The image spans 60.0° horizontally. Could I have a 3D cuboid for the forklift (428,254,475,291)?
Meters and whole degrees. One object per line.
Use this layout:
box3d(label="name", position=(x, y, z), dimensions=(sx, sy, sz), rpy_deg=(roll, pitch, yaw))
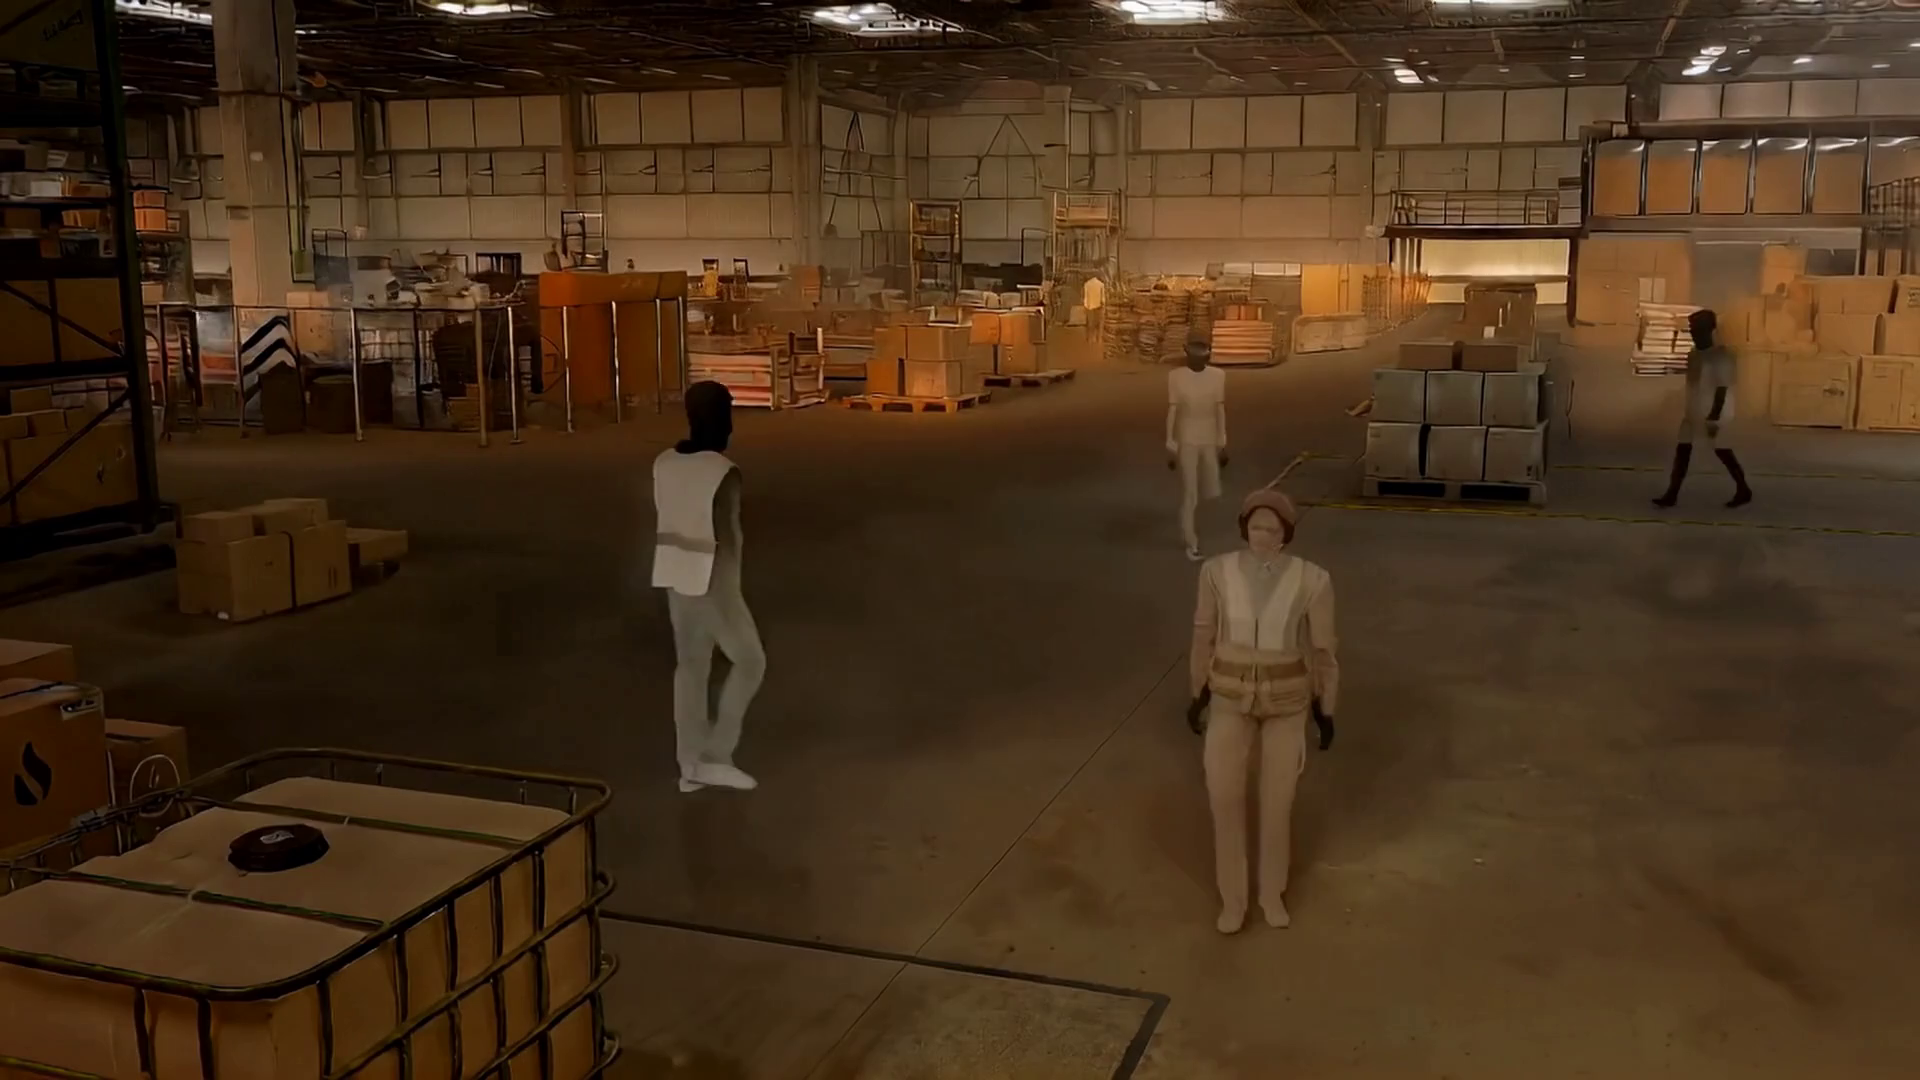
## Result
box3d(label="forklift", position=(-20.133, -10.254, 65.465), dimensions=(1.157, 1.987, 2.680), rpy_deg=(3, 11, 19))

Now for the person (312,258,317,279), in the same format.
box3d(label="person", position=(-24.618, -9.711, 63.260), dimensions=(0.393, 1.991, 0.626), rpy_deg=(-3, 10, -16))

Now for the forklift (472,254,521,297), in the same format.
box3d(label="forklift", position=(-17.990, -10.121, 64.684), dimensions=(1.157, 1.987, 2.680), rpy_deg=(3, 11, 17))

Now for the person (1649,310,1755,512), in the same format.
box3d(label="person", position=(7.047, -1.205, 15.615), dimensions=(1.021, 1.917, 0.607), rpy_deg=(-3, 10, -15))

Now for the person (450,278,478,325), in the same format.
box3d(label="person", position=(-9.310, -3.989, 31.312), dimensions=(0.620, 1.893, 0.659), rpy_deg=(5, 11, 28))

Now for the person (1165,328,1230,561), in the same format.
box3d(label="person", position=(1.892, -0.776, 13.340), dimensions=(0.552, 1.854, 0.516), rpy_deg=(-3, 10, -16))

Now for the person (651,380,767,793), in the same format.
box3d(label="person", position=(-1.150, 0.227, 7.565), dimensions=(0.592, 1.903, 0.467), rpy_deg=(9, 14, 42))

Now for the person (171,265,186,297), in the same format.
box3d(label="person", position=(-28.357, -9.103, 60.423), dimensions=(0.574, 1.796, 0.966), rpy_deg=(3, 10, 15))

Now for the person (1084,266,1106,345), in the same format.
box3d(label="person", position=(3.352, -5.855, 41.581), dimensions=(0.630, 1.975, 0.757), rpy_deg=(9, 13, 40))

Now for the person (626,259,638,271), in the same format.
box3d(label="person", position=(-10.799, -8.204, 54.668), dimensions=(0.422, 2.028, 0.639), rpy_deg=(6, 12, 31))

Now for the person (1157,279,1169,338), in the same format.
box3d(label="person", position=(4.906, -5.470, 40.293), dimensions=(0.496, 1.676, 0.928), rpy_deg=(2, 10, 9))

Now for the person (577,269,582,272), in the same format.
box3d(label="person", position=(-13.537, -8.899, 59.335), dimensions=(0.313, 1.767, 0.523), rpy_deg=(6, 12, 29))

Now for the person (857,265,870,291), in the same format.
box3d(label="person", position=(-2.720, -6.860, 47.344), dimensions=(0.342, 1.942, 0.552), rpy_deg=(4, 11, 20))

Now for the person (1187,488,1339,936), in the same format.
box3d(label="person", position=(1.094, 0.628, 6.052), dimensions=(0.555, 1.625, 0.450), rpy_deg=(3, 11, 17))

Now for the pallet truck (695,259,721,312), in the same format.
box3d(label="pallet truck", position=(-9.165, -9.627, 62.776), dimensions=(0.823, 1.965, 1.885), rpy_deg=(4, 11, 23))

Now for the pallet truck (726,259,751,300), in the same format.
box3d(label="pallet truck", position=(-7.986, -9.493, 62.019), dimensions=(0.823, 1.965, 1.885), rpy_deg=(3, 11, 17))
